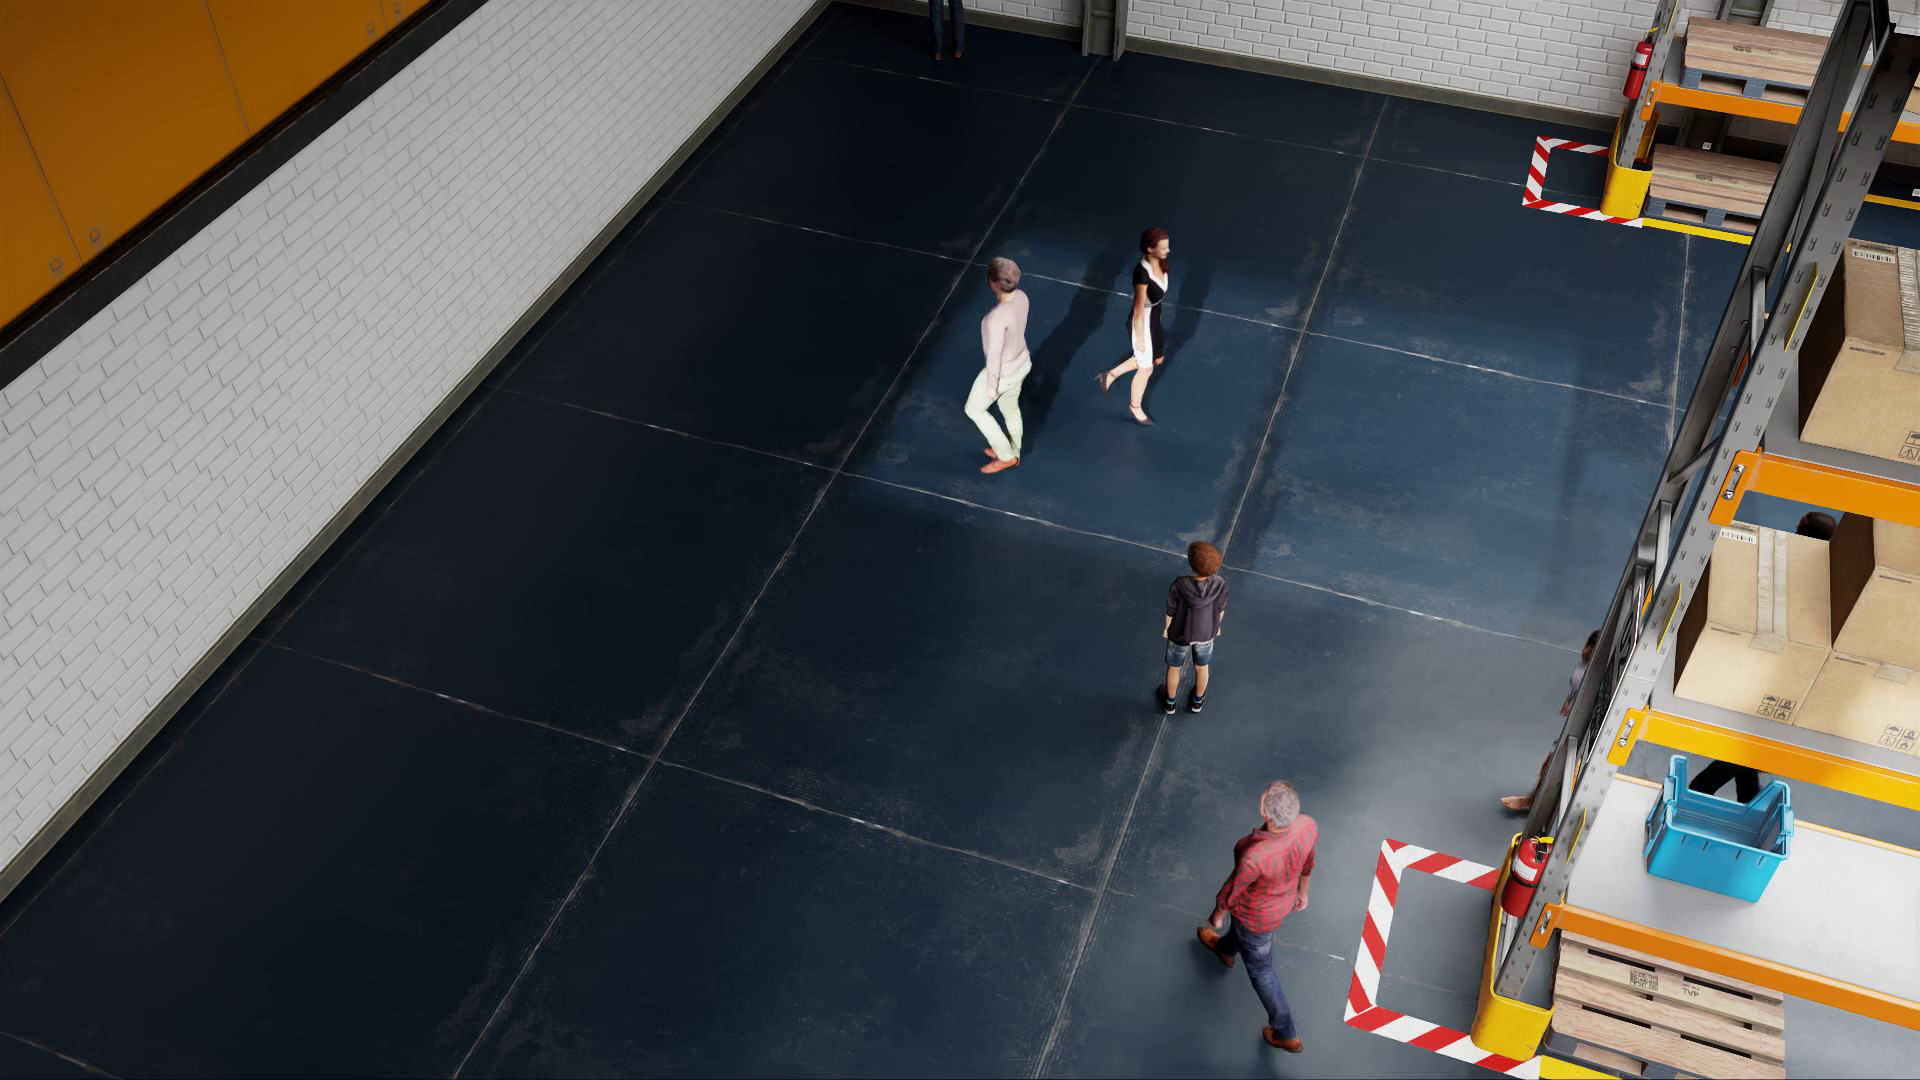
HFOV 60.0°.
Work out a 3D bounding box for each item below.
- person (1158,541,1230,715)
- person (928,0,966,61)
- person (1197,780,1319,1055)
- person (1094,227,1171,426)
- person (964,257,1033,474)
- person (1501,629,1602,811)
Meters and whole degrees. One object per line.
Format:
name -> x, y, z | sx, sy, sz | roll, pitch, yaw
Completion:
person -> 1.474, 0.559, 10.578 | 0.560, 1.445, 0.662 | -2, 44, -2
person -> -0.163, -5.829, 16.987 | 0.680, 1.854, 0.809 | -6, 44, -7
person -> 1.661, 1.998, 8.814 | 1.146, 1.794, 1.311 | -27, 50, -25
person -> 1.328, -1.629, 12.628 | 0.751, 1.785, 0.611 | 16, 46, 16
person -> 0.402, -1.209, 12.134 | 0.698, 1.859, 0.728 | 21, 47, 20
person -> 3.817, 1.111, 9.933 | 0.896, 1.537, 0.697 | 5, 44, 5
